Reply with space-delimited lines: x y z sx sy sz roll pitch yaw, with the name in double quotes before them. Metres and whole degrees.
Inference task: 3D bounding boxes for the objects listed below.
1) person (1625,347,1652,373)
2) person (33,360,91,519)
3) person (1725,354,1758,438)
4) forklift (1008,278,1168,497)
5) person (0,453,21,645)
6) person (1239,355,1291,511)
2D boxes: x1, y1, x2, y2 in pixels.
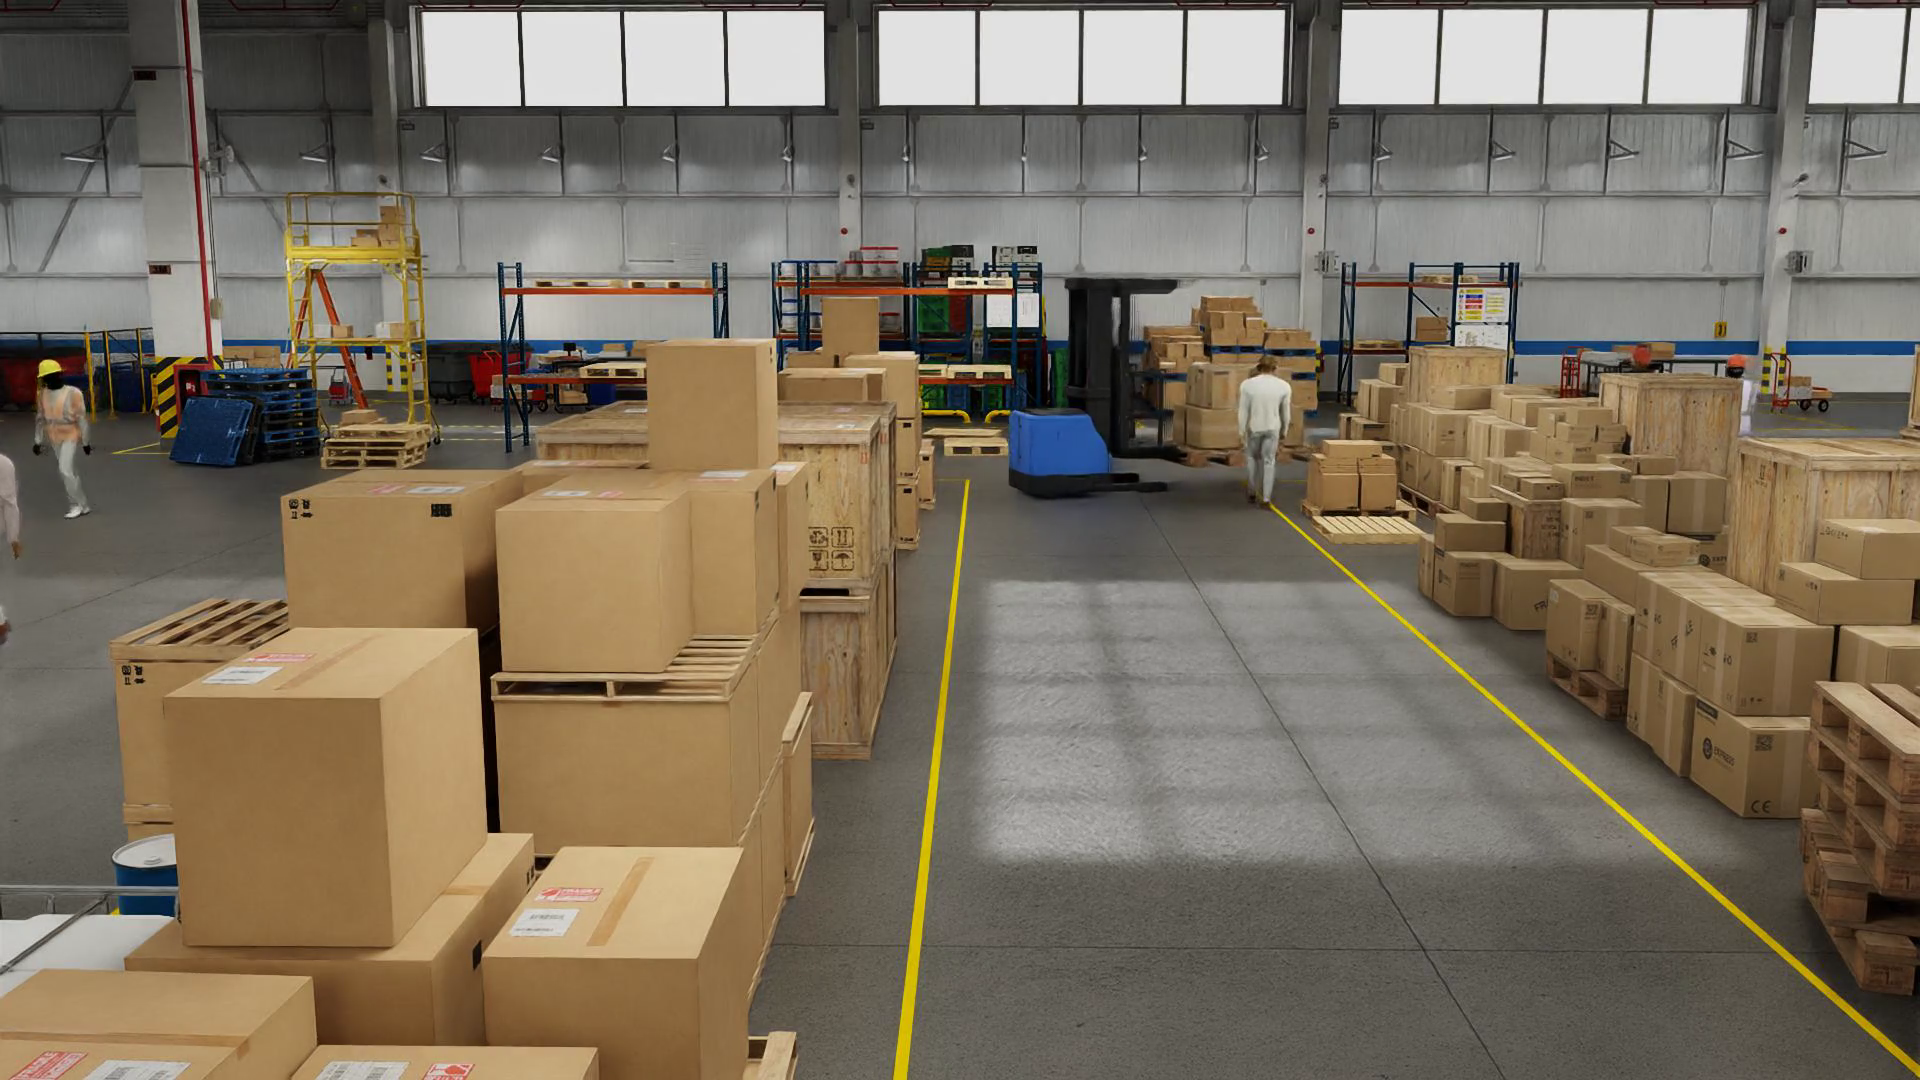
"person" 8.967 -1.602 22.074 0.622 1.951 1.028 1 10 7
"person" -10.665 -1.190 19.727 0.598 1.886 0.674 3 10 15
"person" 9.663 -1.378 20.861 0.551 1.876 1.016 2 10 10
"forklift" 1.661 -2.028 21.781 1.873 2.768 1.129 -3 10 -15
"person" -7.608 -0.047 12.862 0.640 1.899 0.978 -1 10 -6
"person" 3.769 -1.348 20.659 0.632 1.887 1.013 1 10 7
